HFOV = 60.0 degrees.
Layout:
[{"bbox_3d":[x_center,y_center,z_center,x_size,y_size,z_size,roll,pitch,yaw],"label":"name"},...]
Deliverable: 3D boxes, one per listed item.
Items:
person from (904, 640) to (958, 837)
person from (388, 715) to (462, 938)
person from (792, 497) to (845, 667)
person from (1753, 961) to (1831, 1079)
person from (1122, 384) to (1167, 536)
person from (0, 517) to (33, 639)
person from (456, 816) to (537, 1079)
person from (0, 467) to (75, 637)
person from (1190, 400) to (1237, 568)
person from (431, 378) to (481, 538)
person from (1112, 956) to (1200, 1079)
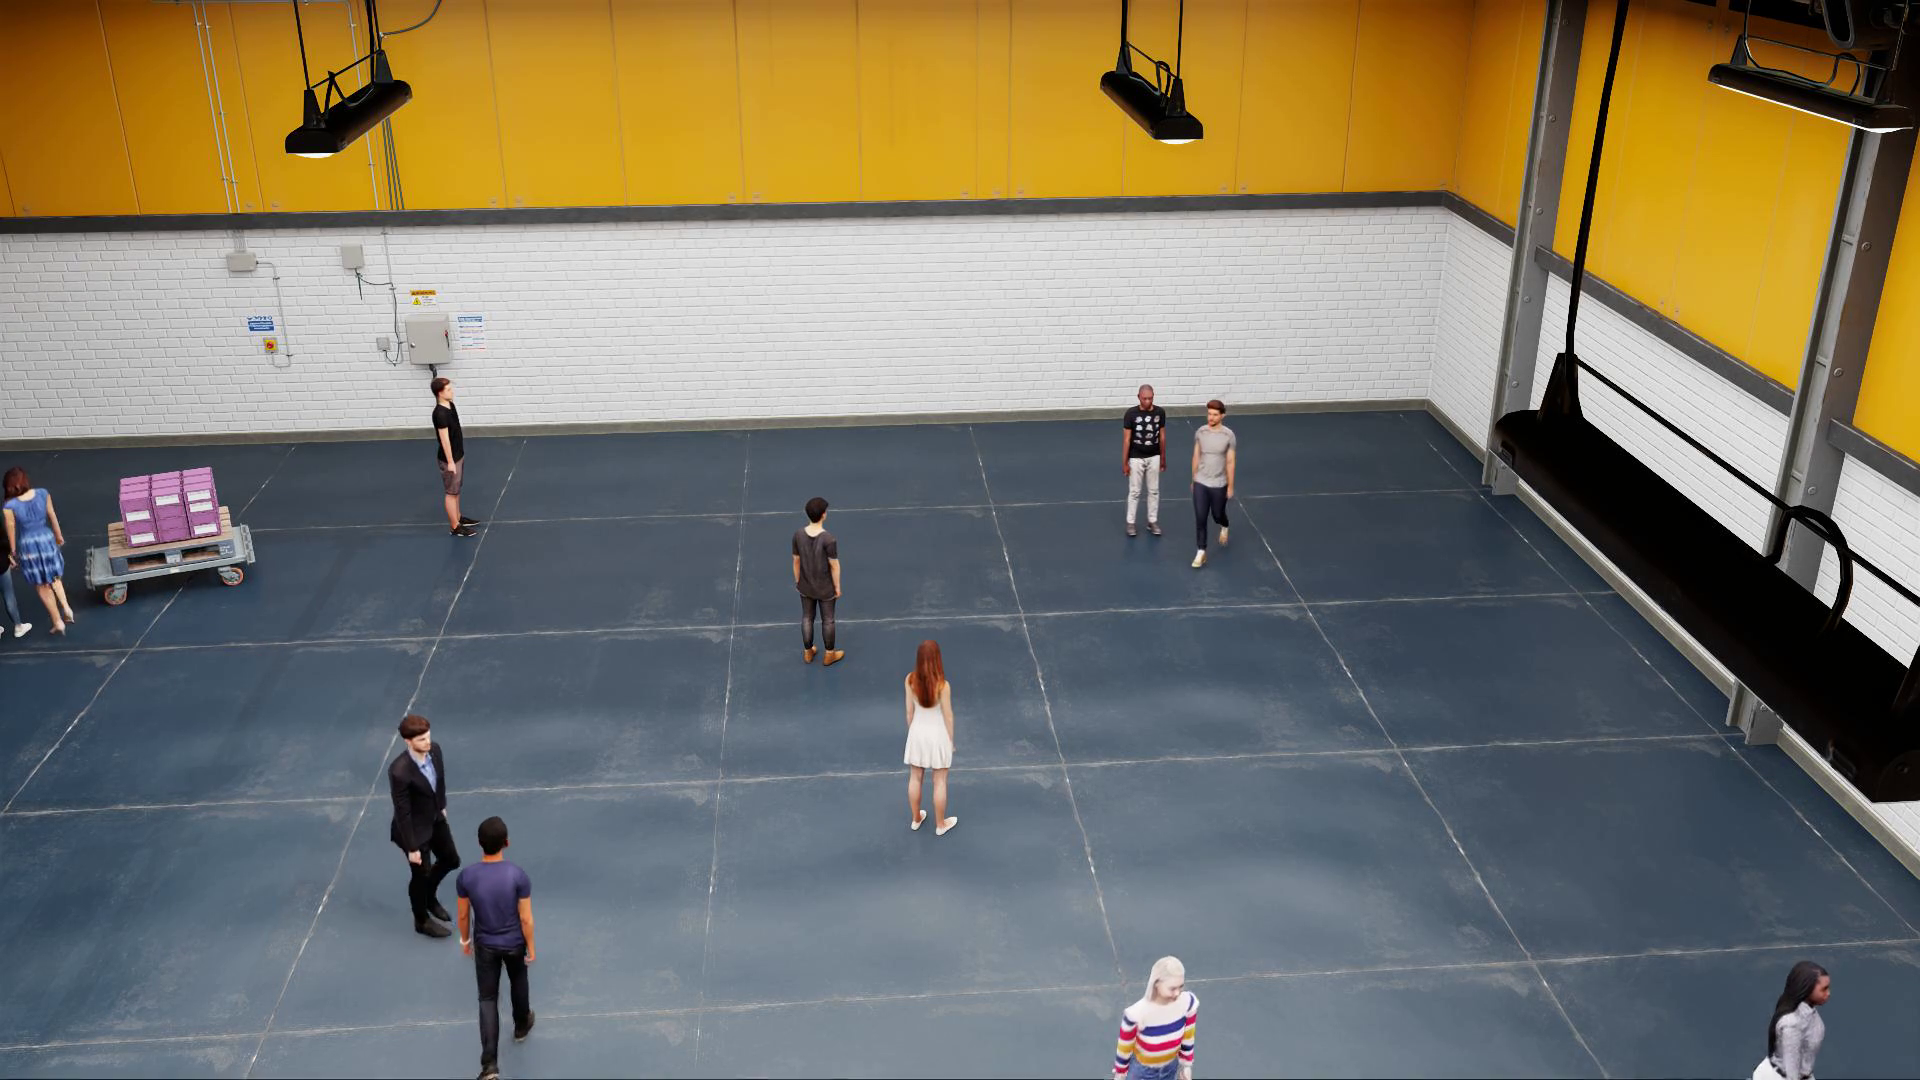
[{"bbox_3d":[-0.248,1.579,13.365,0.641,1.712,0.663,10,25,21],"label":"person"},{"bbox_3d":[-3.973,2.058,12.082,0.926,1.862,0.803,8,25,18],"label":"person"},{"bbox_3d":[-1.380,0.396,16.066,0.706,1.715,0.690,8,25,18],"label":"person"},{"bbox_3d":[4.714,3.183,9.747,1.205,1.672,1.096,21,31,39],"label":"person"},{"bbox_3d":[2.101,-0.933,19.002,0.680,1.800,0.630,-4,24,-9],"label":"person"},{"bbox_3d":[-9.681,0.203,16.595,0.594,1.645,0.553,-5,24,-12],"label":"person"},{"bbox_3d":[-3.016,2.678,10.798,0.706,1.755,1.055,-6,24,-13],"label":"person"},{"bbox_3d":[-9.104,0.146,16.540,0.870,1.795,0.790,11,26,23],"label":"person"},{"bbox_3d":[2.785,-0.655,18.267,0.968,1.879,1.134,11,26,24],"label":"person"},{"bbox_3d":[-5.827,-0.972,19.012,0.723,1.863,0.511,-3,24,-6],"label":"person"},{"bbox_3d":[1.056,3.104,9.814,0.948,1.762,1.207,-12,26,-25],"label":"person"}]
